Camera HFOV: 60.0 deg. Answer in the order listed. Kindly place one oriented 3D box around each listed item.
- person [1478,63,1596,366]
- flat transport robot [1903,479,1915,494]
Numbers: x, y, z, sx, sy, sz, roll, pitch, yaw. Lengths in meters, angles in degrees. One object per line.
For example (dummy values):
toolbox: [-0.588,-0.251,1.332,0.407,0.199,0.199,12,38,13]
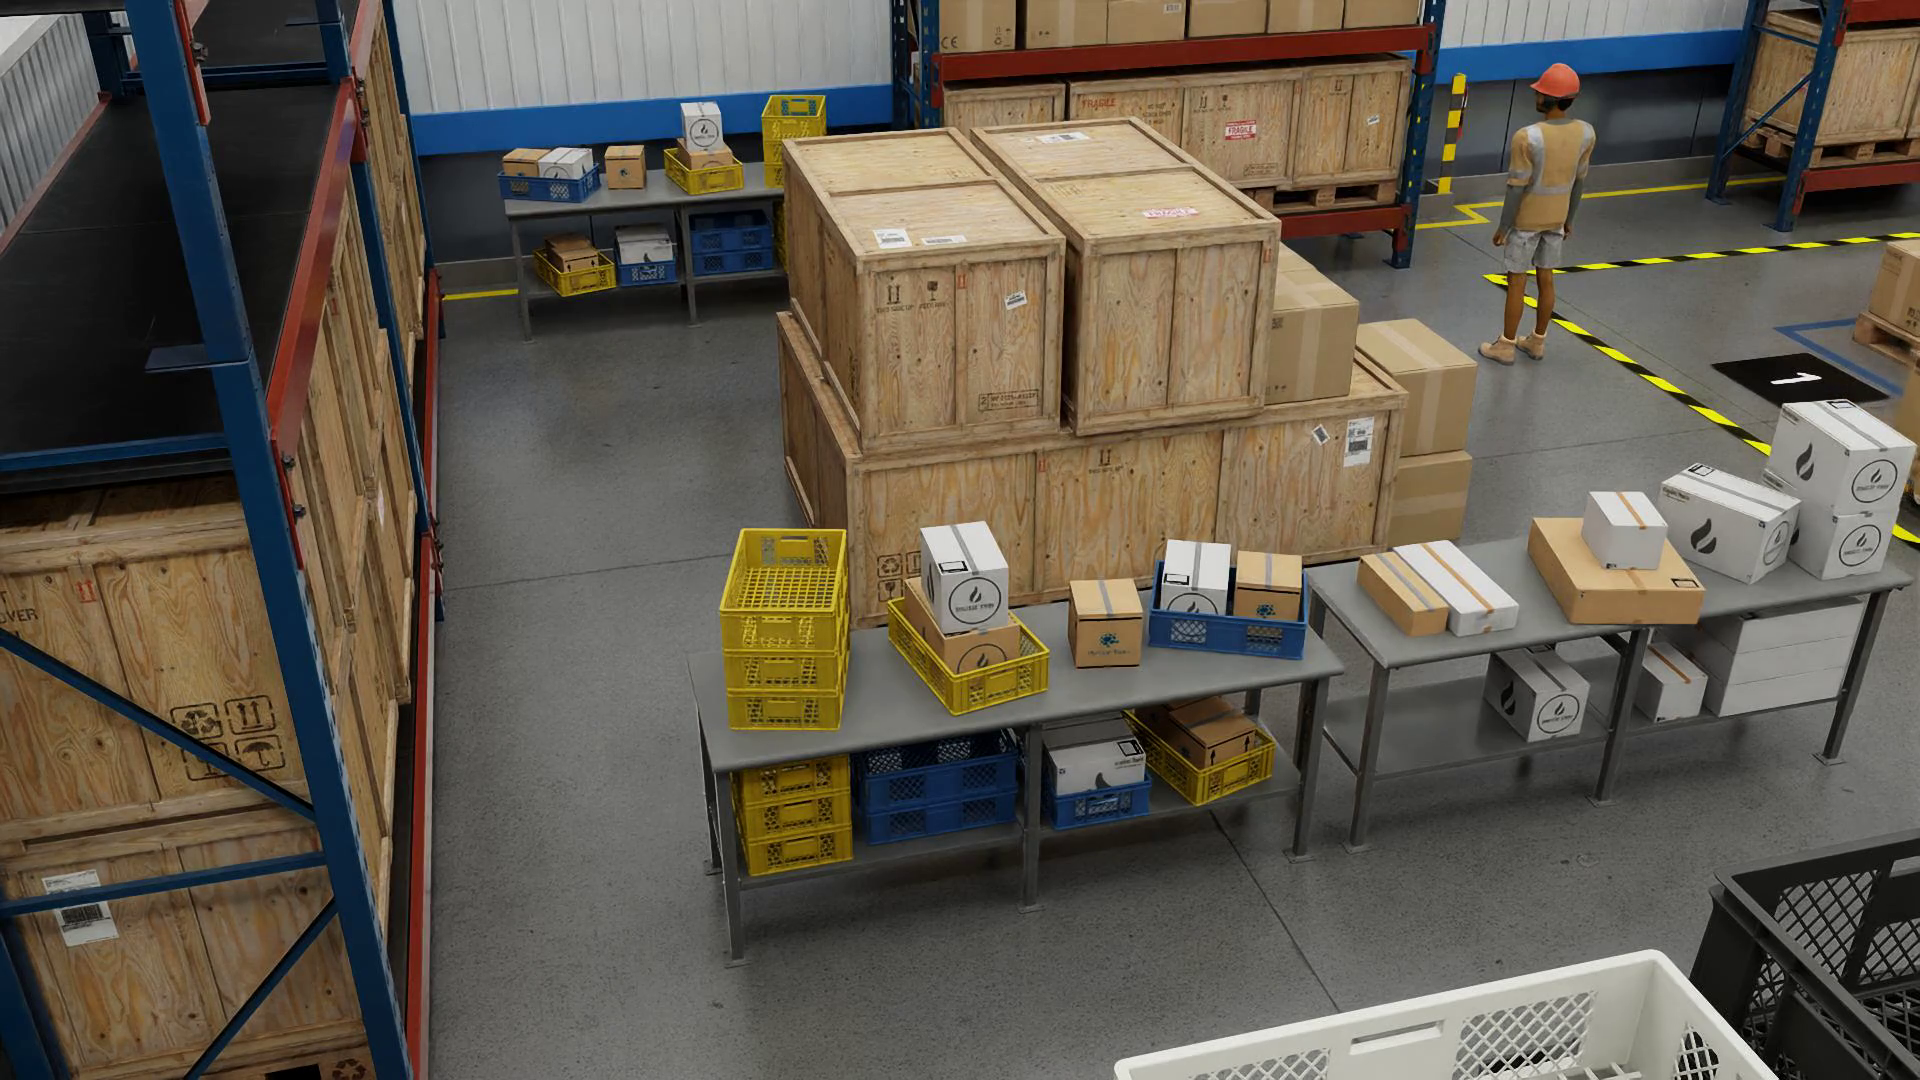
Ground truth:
person: [3.888,-2.176,11.225,0.607,2.048,0.364,-10,30,-17]
flat transport robot: [5.975,-0.195,9.442,0.652,0.197,1.431,-7,30,-13]
